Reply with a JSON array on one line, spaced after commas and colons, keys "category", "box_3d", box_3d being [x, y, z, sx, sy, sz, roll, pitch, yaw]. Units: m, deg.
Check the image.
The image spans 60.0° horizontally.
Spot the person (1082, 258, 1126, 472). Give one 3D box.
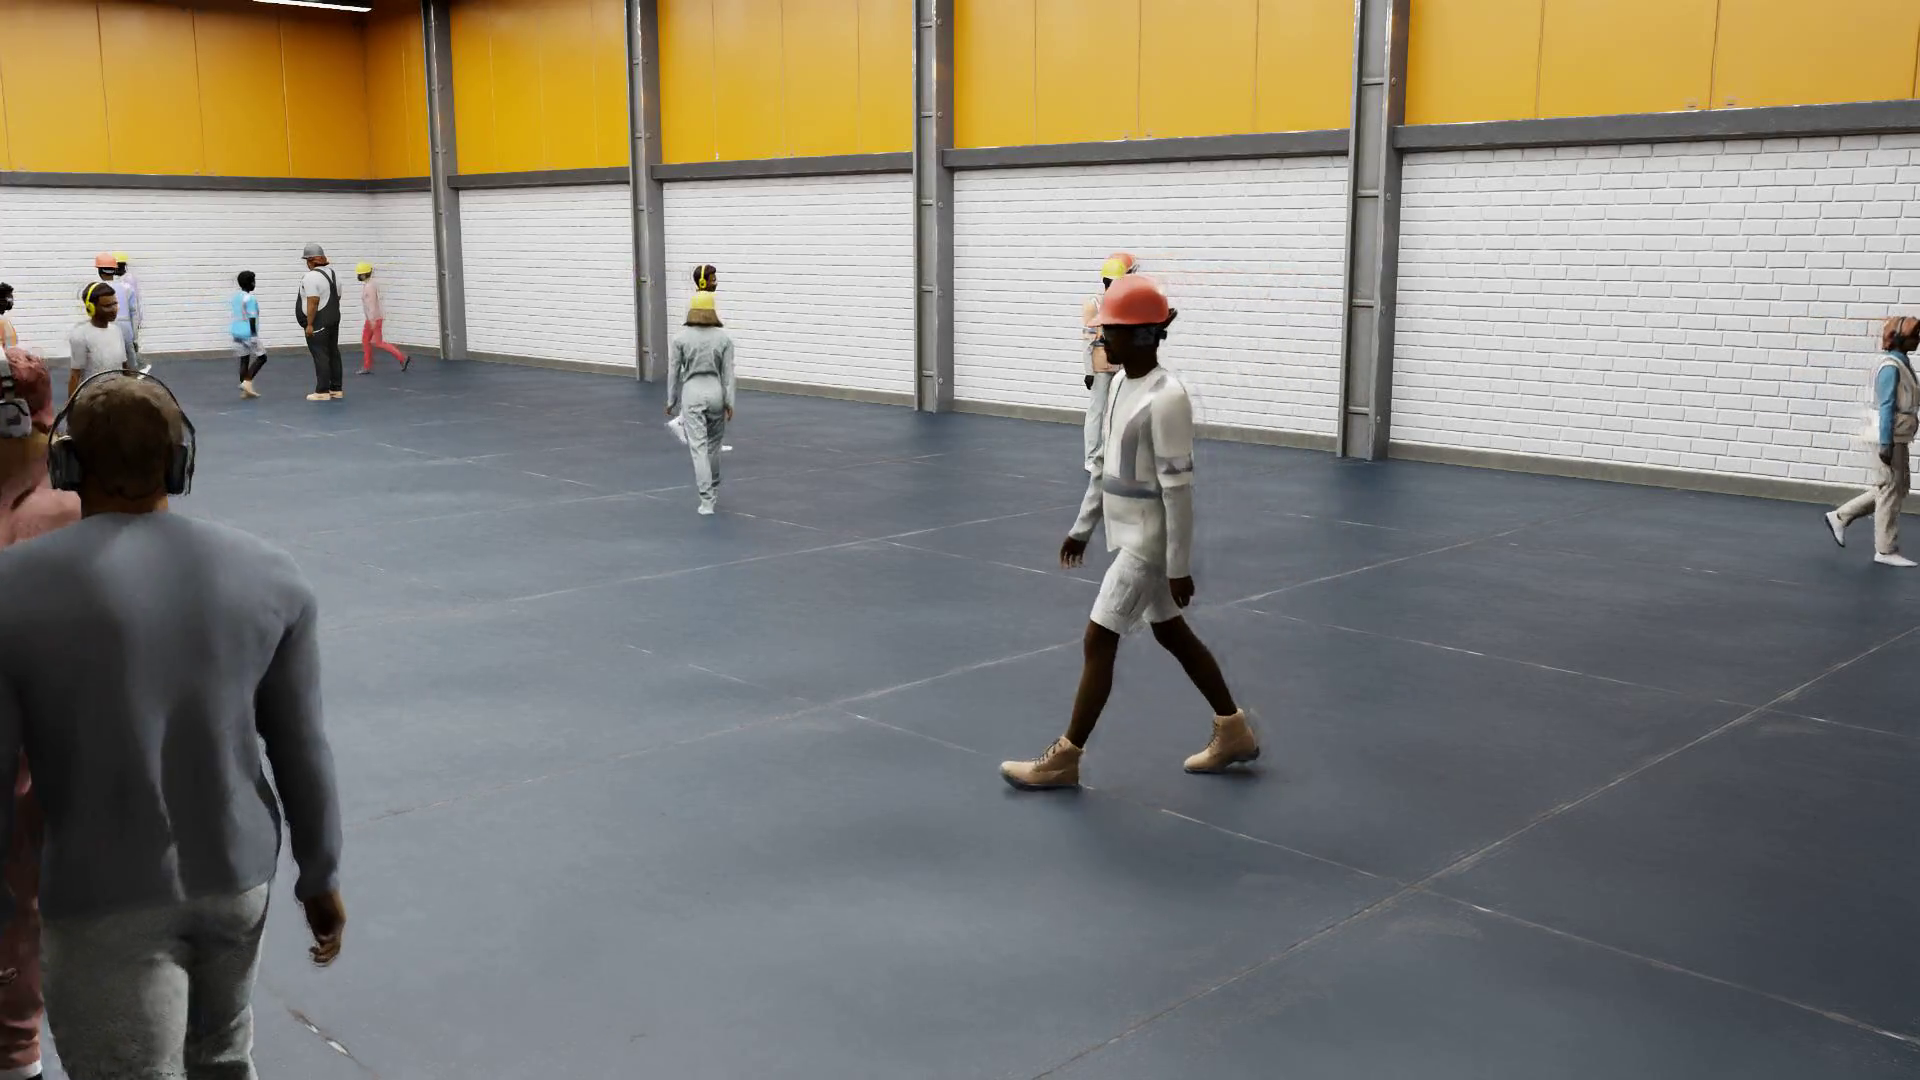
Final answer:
[{"category": "person", "box_3d": [1.350, -1.561, 14.971, 0.594, 1.922, 0.376, -9, 14, -41]}]

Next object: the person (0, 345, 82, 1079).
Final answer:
[{"category": "person", "box_3d": [-2.221, 0.486, 3.956, 0.831, 1.875, 0.672, -8, 13, -38]}]

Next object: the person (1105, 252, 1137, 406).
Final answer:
[{"category": "person", "box_3d": [1.597, -1.717, 15.680, 0.561, 1.972, 0.644, 5, 12, 25]}]

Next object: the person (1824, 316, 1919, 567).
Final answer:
[{"category": "person", "box_3d": [5.982, -0.646, 10.804, 0.526, 1.626, 0.518, 9, 14, 40]}]

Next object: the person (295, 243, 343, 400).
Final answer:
[{"category": "person", "box_3d": [-8.350, -2.837, 21.614, 0.536, 2.000, 0.688, 2, 11, 10]}]

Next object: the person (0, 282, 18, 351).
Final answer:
[{"category": "person", "box_3d": [-9.422, -1.665, 16.199, 0.613, 1.677, 0.538, -3, 11, -14]}]

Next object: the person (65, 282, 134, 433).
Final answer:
[{"category": "person", "box_3d": [-6.166, -0.948, 11.993, 0.996, 1.809, 0.634, 1, 10, 4]}]

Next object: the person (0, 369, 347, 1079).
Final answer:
[{"category": "person", "box_3d": [-1.414, 0.657, 2.999, 0.729, 1.905, 0.651, 10, 14, 42]}]

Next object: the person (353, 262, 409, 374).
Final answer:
[{"category": "person", "box_3d": [-8.939, -3.402, 25.550, 0.748, 1.732, 0.559, -5, 11, -25]}]

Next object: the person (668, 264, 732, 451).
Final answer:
[{"category": "person", "box_3d": [-2.577, -1.791, 16.435, 0.538, 1.852, 0.537, -1, 10, -7]}]

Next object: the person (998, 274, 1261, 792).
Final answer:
[{"category": "person", "box_3d": [0.719, -0.013, 6.384, 1.071, 1.998, 0.628, -1, 10, -6]}]

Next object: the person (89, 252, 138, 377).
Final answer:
[{"category": "person", "box_3d": [-9.649, -2.298, 18.954, 0.361, 1.939, 0.542, 9, 14, 41]}]

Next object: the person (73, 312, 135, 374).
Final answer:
[{"category": "person", "box_3d": [-7.966, -1.503, 15.536, 0.513, 1.599, 0.764, -1, 10, -8]}]

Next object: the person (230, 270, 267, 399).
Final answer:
[{"category": "person", "box_3d": [-9.277, -2.671, 21.695, 0.529, 1.677, 0.395, 7, 13, 34]}]

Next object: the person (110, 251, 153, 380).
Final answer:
[{"category": "person", "box_3d": [-12.061, -3.213, 24.017, 0.423, 1.908, 0.605, -10, 14, -42]}]

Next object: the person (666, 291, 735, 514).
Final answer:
[{"category": "person", "box_3d": [-2.018, -1.080, 12.958, 0.506, 1.697, 0.882, -4, 11, -20]}]
